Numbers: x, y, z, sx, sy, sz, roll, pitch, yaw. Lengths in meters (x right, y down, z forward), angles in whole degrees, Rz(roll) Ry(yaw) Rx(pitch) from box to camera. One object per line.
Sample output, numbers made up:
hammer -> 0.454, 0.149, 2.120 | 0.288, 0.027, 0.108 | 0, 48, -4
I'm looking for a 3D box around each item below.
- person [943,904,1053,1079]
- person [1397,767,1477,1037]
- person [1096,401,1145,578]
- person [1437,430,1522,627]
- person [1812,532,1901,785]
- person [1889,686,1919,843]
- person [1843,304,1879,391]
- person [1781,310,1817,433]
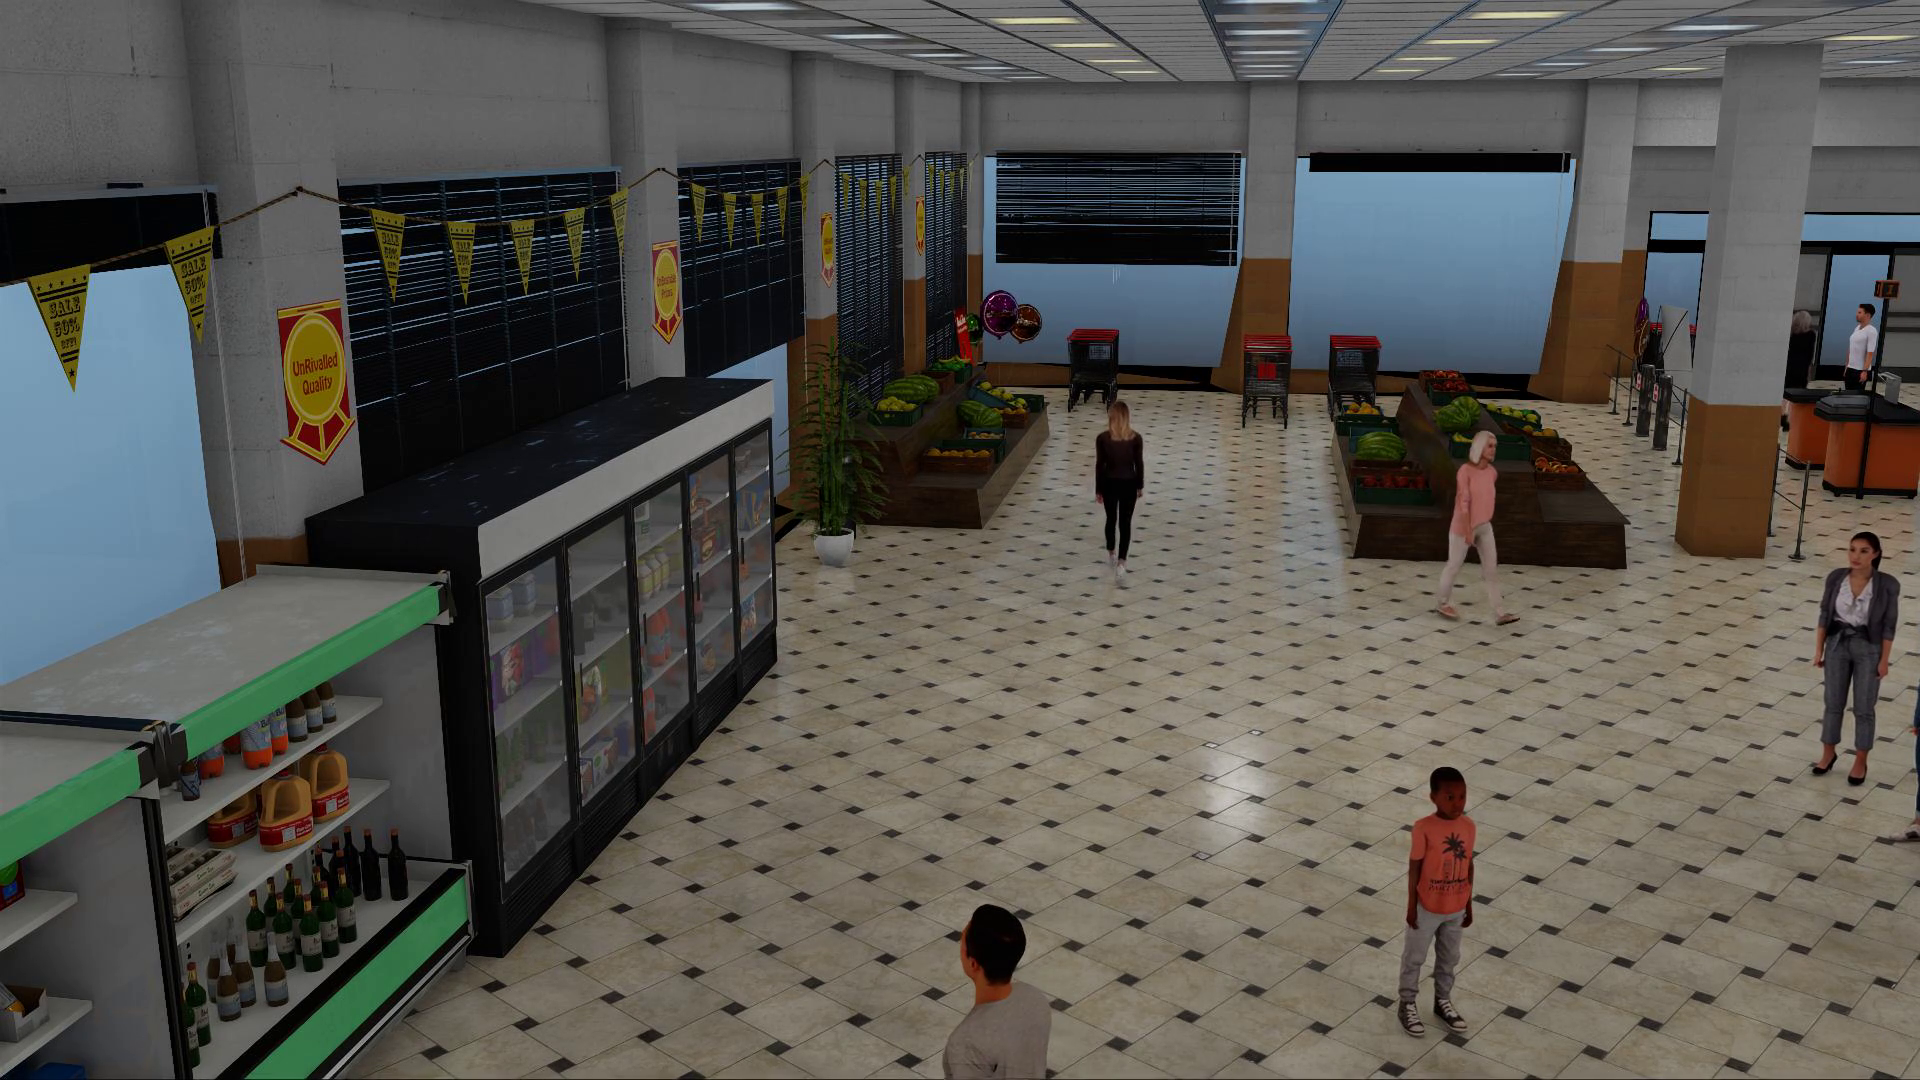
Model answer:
person -> 0.125, 2.026, 5.353 | 0.789, 1.811, 0.623 | 9, 16, 32
person -> 2.247, 1.683, 7.838 | 0.522, 1.307, 0.535 | -2, 14, -8
person -> 1.528, -0.445, 15.861 | 0.622, 1.660, 1.114 | 2, 14, 8
person -> 4.358, -0.102, 14.402 | 1.016, 1.681, 1.158 | -7, 15, -25
person -> 5.859, 0.754, 10.886 | 0.751, 1.675, 0.719 | -13, 19, -43
person -> 5.805, 1.124, 9.784 | 0.687, 1.477, 0.564 | -4, 14, -15
person -> 12.804, -2.444, 23.697 | 0.776, 1.852, 0.565 | 0, 14, -1
person -> 11.948, -2.401, 23.777 | 0.755, 1.730, 0.866 | 9, 16, 32
